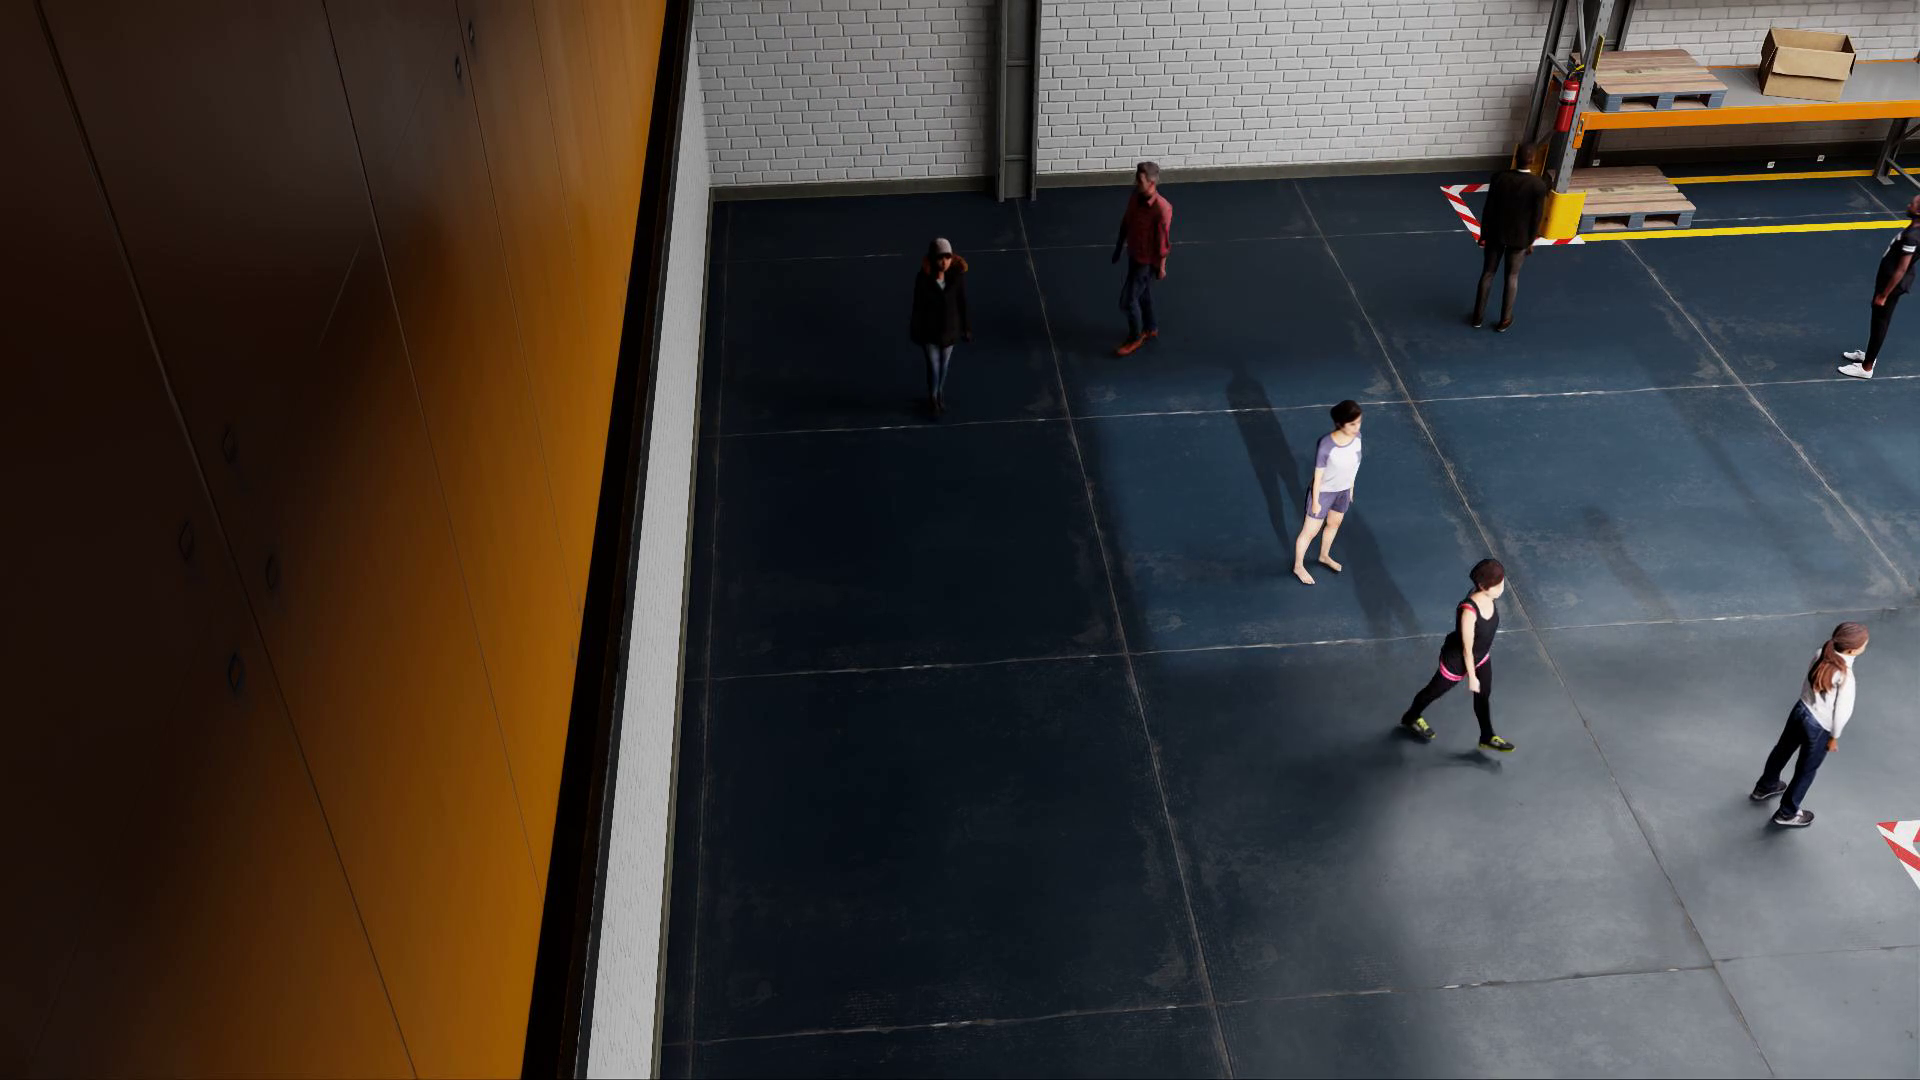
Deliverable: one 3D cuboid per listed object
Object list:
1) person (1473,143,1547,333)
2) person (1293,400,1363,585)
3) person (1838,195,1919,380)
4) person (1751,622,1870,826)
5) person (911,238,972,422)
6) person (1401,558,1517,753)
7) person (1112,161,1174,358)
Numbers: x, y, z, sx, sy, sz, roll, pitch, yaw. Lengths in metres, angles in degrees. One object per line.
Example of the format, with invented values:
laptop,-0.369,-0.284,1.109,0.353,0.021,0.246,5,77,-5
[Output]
person,4.917,-2.716,14.933,0.688,1.799,0.802,17,42,20
person,2.715,-0.380,12.198,0.601,1.562,0.705,-21,43,-24
person,8.047,-2.200,14.344,0.764,1.728,0.716,24,45,27
person,5.300,1.115,10.329,0.553,1.558,0.558,-8,39,-10
person,-0.201,-1.822,13.953,0.672,1.625,0.785,-14,41,-17
person,3.212,0.725,10.848,1.009,1.519,0.954,29,47,31
person,1.701,-2.509,14.664,0.849,1.810,0.800,-12,40,-15
